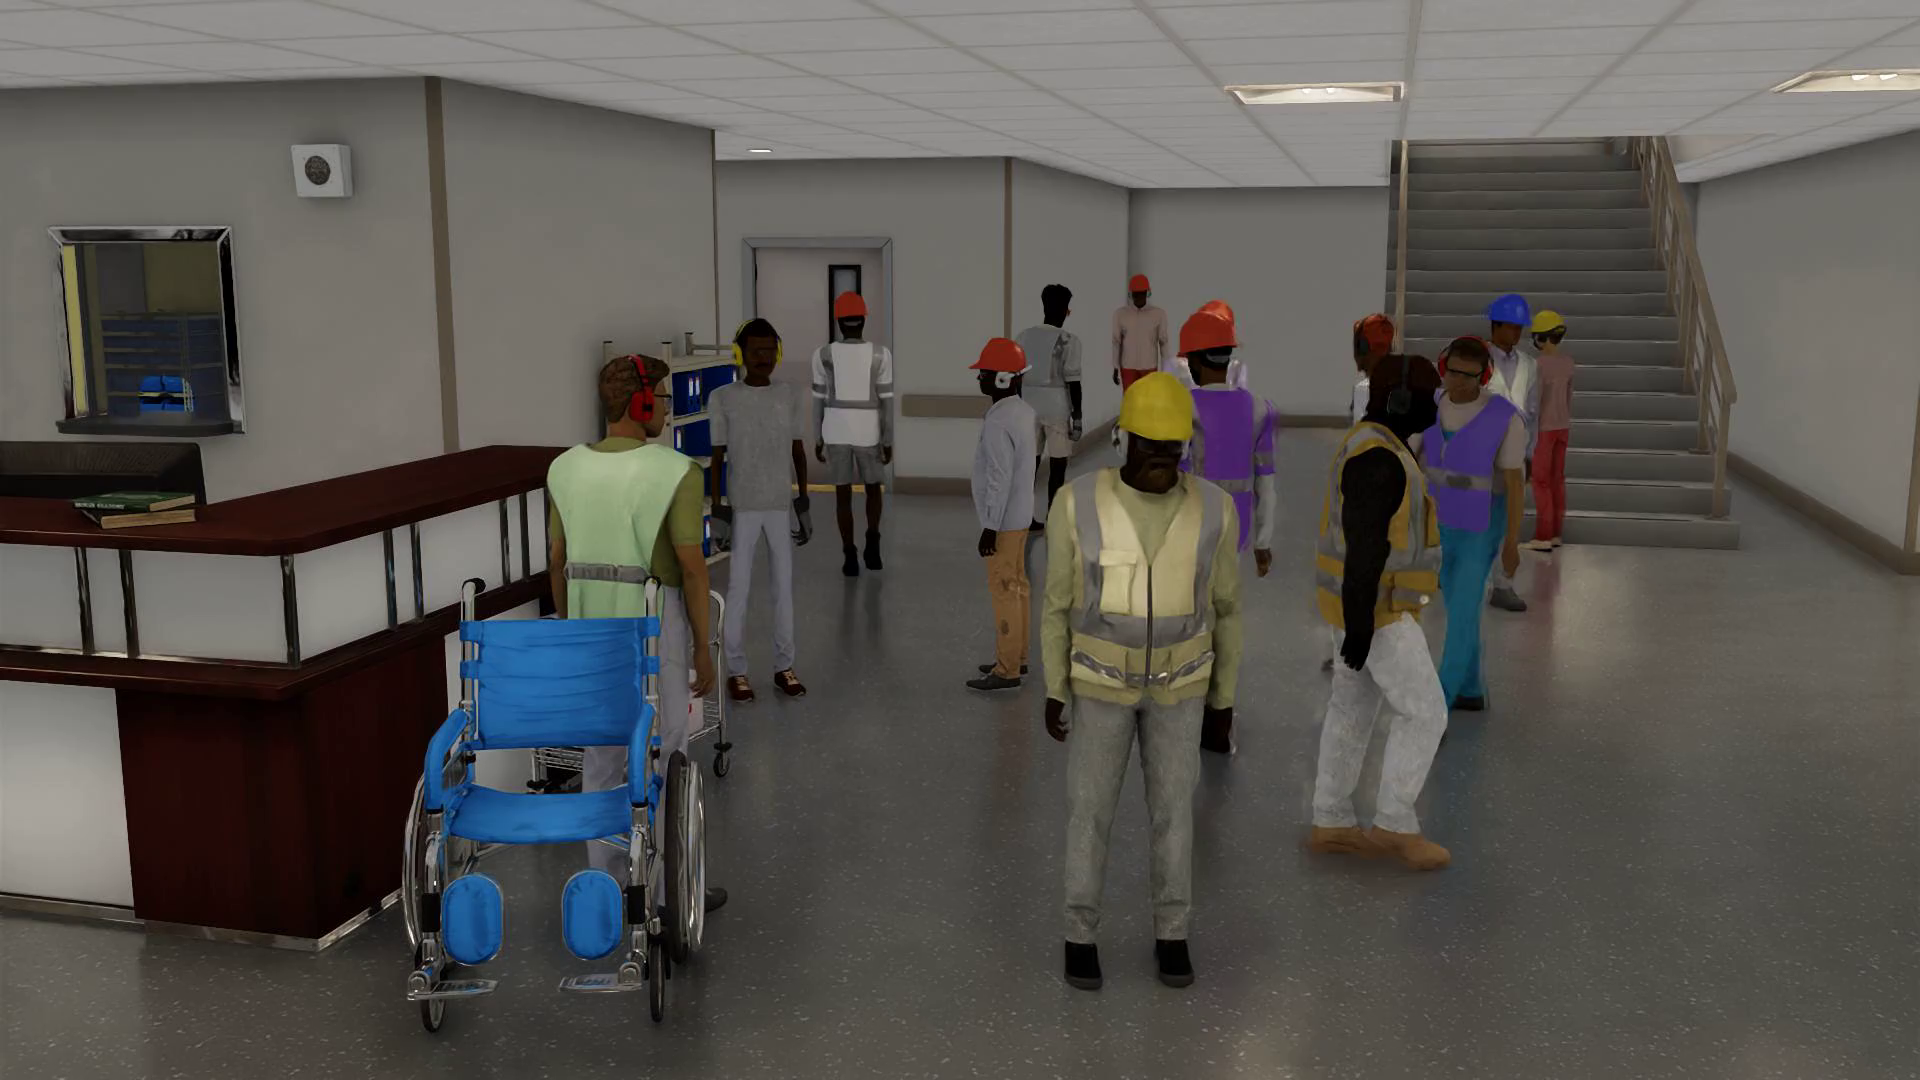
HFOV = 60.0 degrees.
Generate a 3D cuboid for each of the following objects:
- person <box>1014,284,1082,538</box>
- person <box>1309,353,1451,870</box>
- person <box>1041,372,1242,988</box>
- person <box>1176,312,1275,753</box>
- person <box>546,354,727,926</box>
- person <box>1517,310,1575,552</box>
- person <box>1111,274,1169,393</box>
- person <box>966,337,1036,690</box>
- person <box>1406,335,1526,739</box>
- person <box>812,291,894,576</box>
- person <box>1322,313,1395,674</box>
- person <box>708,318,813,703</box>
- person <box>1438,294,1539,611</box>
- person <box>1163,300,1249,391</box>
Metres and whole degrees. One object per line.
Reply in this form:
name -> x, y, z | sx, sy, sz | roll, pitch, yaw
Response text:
person -> 0.686, -0.981, 12.754 | 0.614, 1.952, 0.386 | 7, 12, 37
person -> 1.551, 0.257, 5.859 | 0.641, 1.814, 0.659 | 2, 10, 14
person -> 0.534, 0.414, 4.922 | 0.593, 1.826, 0.404 | 0, 10, -1
person -> 1.058, -0.044, 7.349 | 0.538, 1.905, 0.663 | -4, 11, -24
person -> -1.059, 0.331, 5.354 | 0.564, 1.840, 0.397 | 4, 10, 23
person -> 4.295, -0.800, 12.240 | 0.532, 1.766, 0.332 | -7, 12, -38
person -> 1.966, -1.912, 18.173 | 0.620, 1.981, 0.562 | 2, 10, 9
person -> 0.205, -0.129, 8.305 | 0.321, 1.755, 0.563 | 2, 10, 13
person -> 2.189, -0.036, 7.627 | 0.774, 1.800, 0.786 | -6, 11, -31
person -> -0.723, -0.707, 11.208 | 0.545, 1.923, 0.394 | -1, 10, -4
person -> 2.139, -0.234, 8.610 | 0.401, 1.872, 0.594 | 7, 12, 34
person -> -0.965, -0.143, 8.092 | 0.512, 1.862, 0.324 | -4, 11, -24
person -> 3.256, -0.547, 10.239 | 0.625, 1.931, 0.654 | -3, 10, -18
person -> 1.523, -0.514, 10.203 | 0.564, 1.878, 0.998 | -2, 10, -13
